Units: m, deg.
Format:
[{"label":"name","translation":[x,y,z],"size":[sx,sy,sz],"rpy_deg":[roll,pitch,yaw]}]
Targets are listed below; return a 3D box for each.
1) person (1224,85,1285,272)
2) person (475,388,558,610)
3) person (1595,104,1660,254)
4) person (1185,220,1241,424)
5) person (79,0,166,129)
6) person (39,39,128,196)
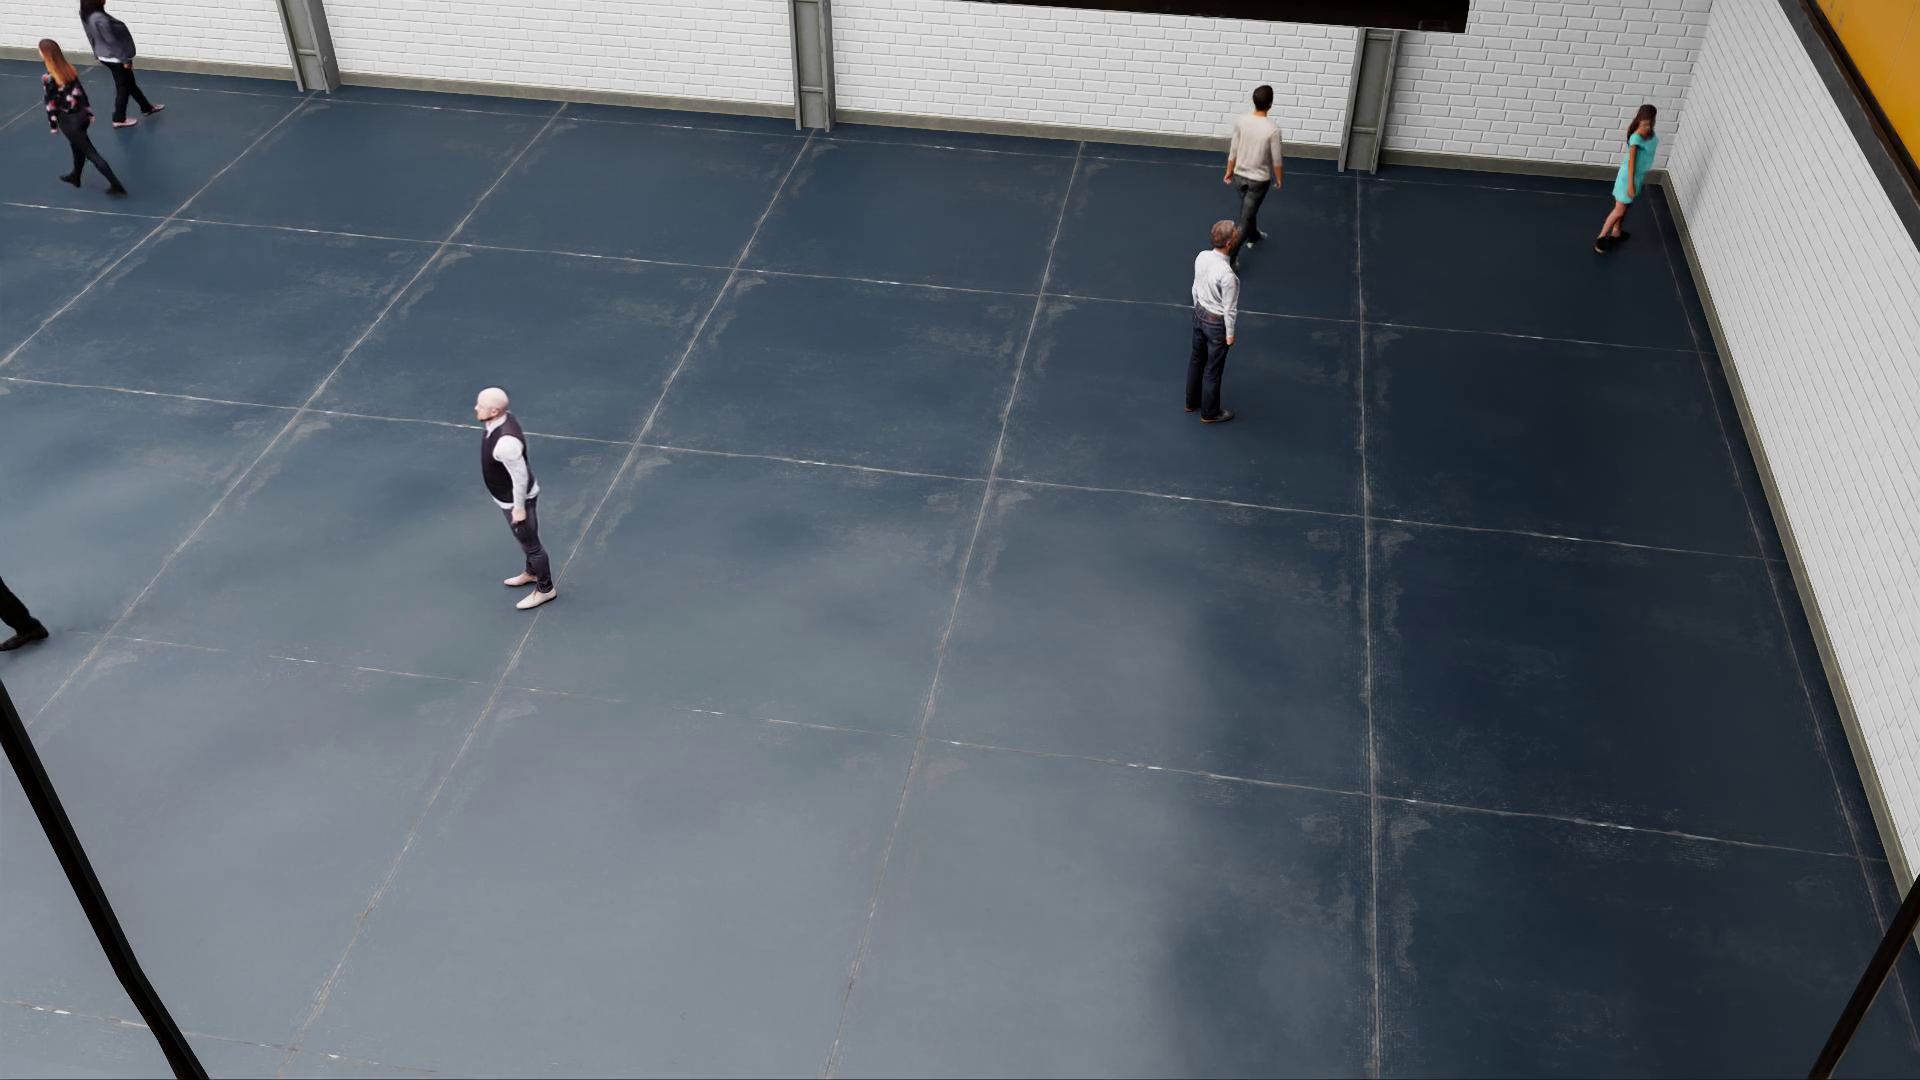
[{"label":"person","translation":[2.711,-3.364,15.694],"size":[1.195,1.764,1.101],"rpy_deg":[27,46,29]},{"label":"person","translation":[-3.168,-0.311,11.825],"size":[0.797,1.822,0.782],"rpy_deg":[-16,41,-19]},{"label":"person","translation":[6.523,-3.558,16.119],"size":[0.723,1.537,0.776],"rpy_deg":[14,41,17]},{"label":"person","translation":[2.089,-1.814,13.708],"size":[0.778,1.820,0.737],"rpy_deg":[-20,43,-23]},{"label":"person","translation":[-9.336,-5.287,18.252],"size":[0.978,1.577,0.999],"rpy_deg":[30,48,32]},{"label":"person","translation":[-8.933,-4.239,16.892],"size":[1.068,1.637,0.653],"rpy_deg":[9,40,11]}]
